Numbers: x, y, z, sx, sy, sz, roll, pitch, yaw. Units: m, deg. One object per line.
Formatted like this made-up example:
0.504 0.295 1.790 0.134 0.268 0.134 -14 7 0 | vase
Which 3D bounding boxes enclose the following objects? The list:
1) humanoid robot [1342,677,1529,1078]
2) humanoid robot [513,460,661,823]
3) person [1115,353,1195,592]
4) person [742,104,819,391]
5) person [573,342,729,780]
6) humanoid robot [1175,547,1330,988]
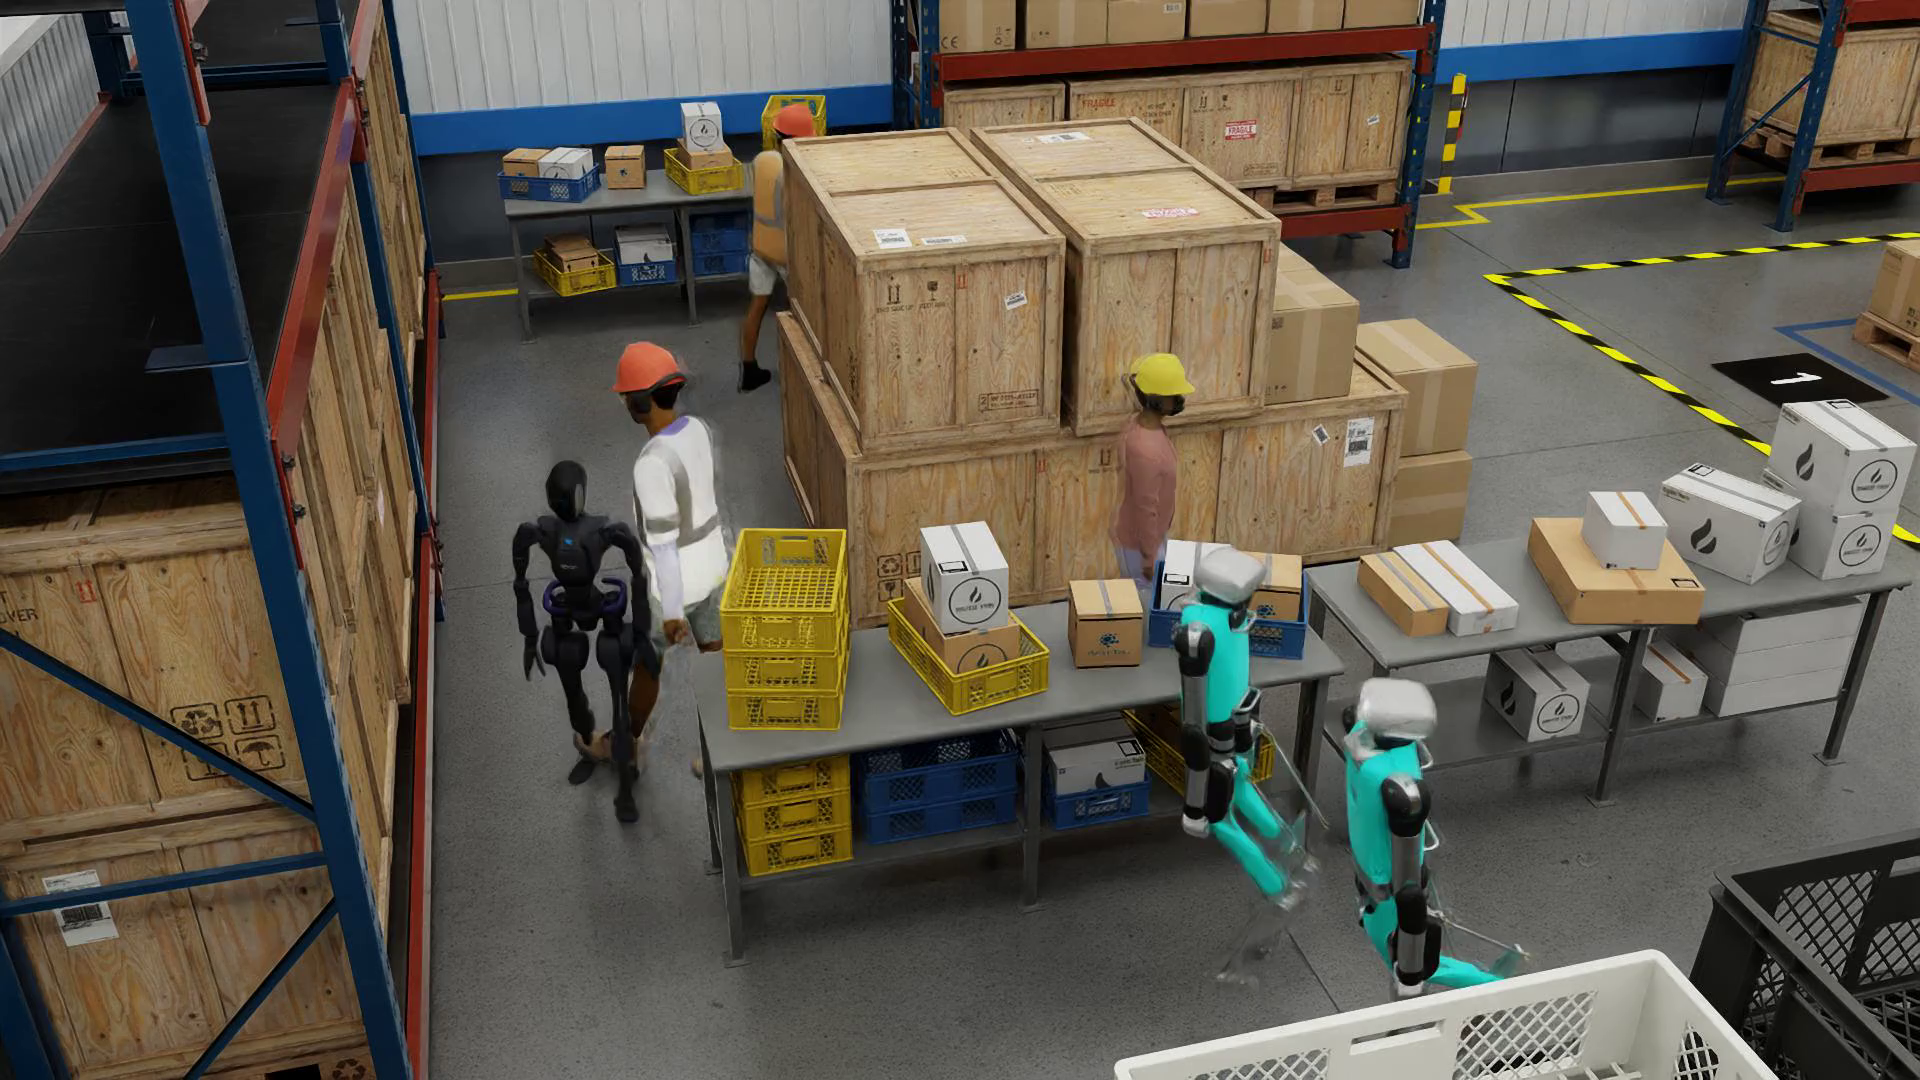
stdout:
1.561 1.238 5.386 0.767 1.815 0.548 -2 29 -4 | humanoid robot
-1.561 0.401 6.941 0.584 1.632 0.605 -2 29 -3 | humanoid robot
0.812 -0.044 7.653 0.632 1.749 0.533 5 29 9 | person
-1.146 -1.943 10.977 0.932 1.868 0.638 -25 37 -37 | person
-1.292 0.130 7.092 0.956 1.996 0.640 8 30 15 | person
1.120 0.908 5.998 0.753 1.811 0.531 14 32 23 | humanoid robot
